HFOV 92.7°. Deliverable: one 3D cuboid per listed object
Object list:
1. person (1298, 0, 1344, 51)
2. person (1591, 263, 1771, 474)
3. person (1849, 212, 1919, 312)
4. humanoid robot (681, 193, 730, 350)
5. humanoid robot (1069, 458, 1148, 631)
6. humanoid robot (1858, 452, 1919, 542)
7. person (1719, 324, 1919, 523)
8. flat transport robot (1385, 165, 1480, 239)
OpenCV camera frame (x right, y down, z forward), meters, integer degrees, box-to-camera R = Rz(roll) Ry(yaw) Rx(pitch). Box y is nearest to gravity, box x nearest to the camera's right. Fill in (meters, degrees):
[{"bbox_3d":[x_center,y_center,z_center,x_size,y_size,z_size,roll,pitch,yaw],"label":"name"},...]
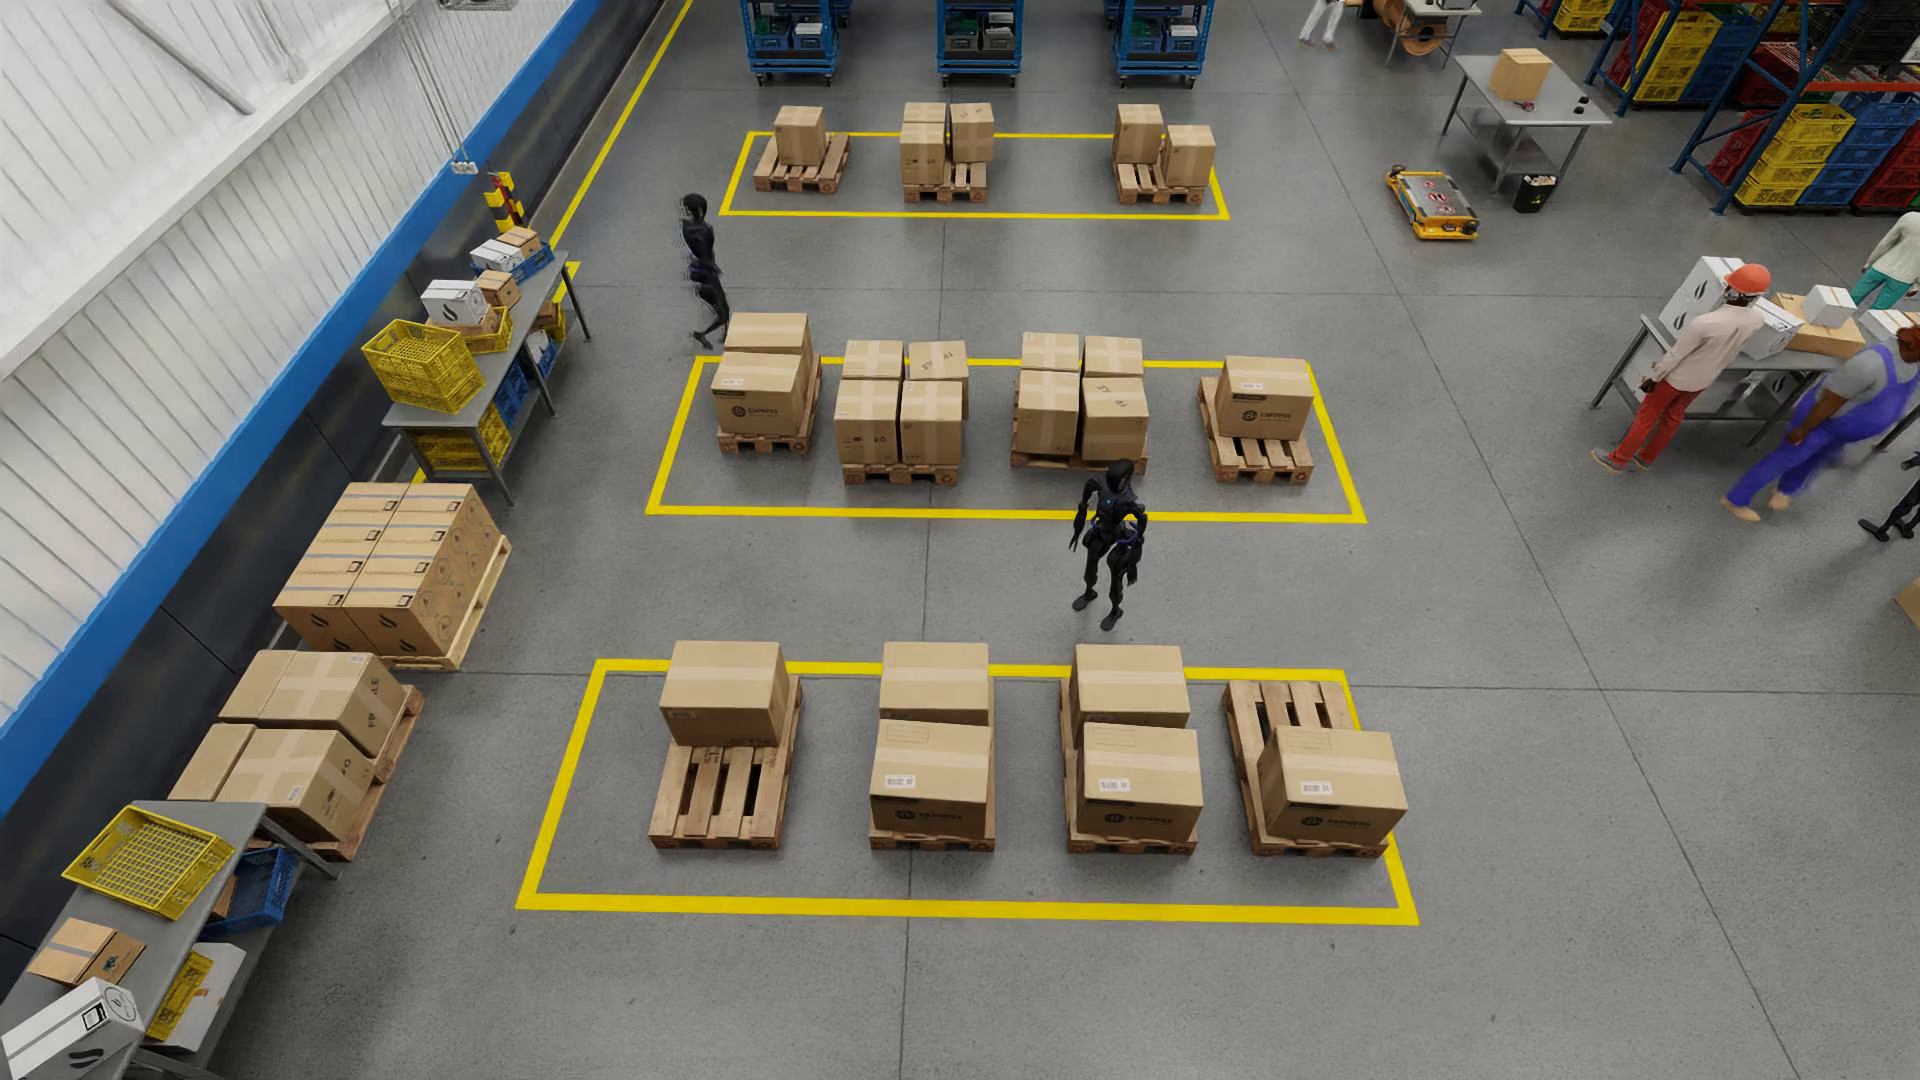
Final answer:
[{"bbox_3d":[5.567,-8.245,13.627,0.754,1.843,0.575,37,58,28],"label":"person"},{"bbox_3d":[6.000,-1.379,7.592,0.612,1.987,0.399,-7,49,-6],"label":"person"},{"bbox_3d":[8.904,-2.538,8.739,0.311,1.768,0.524,-21,52,-17],"label":"person"},{"bbox_3d":[-2.438,-2.547,8.808,0.427,1.648,0.629,-6,49,-5],"label":"humanoid robot"},{"bbox_3d":[1.065,0.027,6.575,0.580,1.651,0.308,36,58,27],"label":"humanoid robot"},{"bbox_3d":[7.815,-0.647,7.151,0.599,1.657,0.315,-3,49,-2],"label":"humanoid robot"},{"bbox_3d":[6.906,-0.973,7.204,0.714,2.000,0.550,-18,51,-15],"label":"person"},{"bbox_3d":[5.692,-4.094,11.059,0.652,0.197,1.431,1,49,1],"label":"flat transport robot"}]
